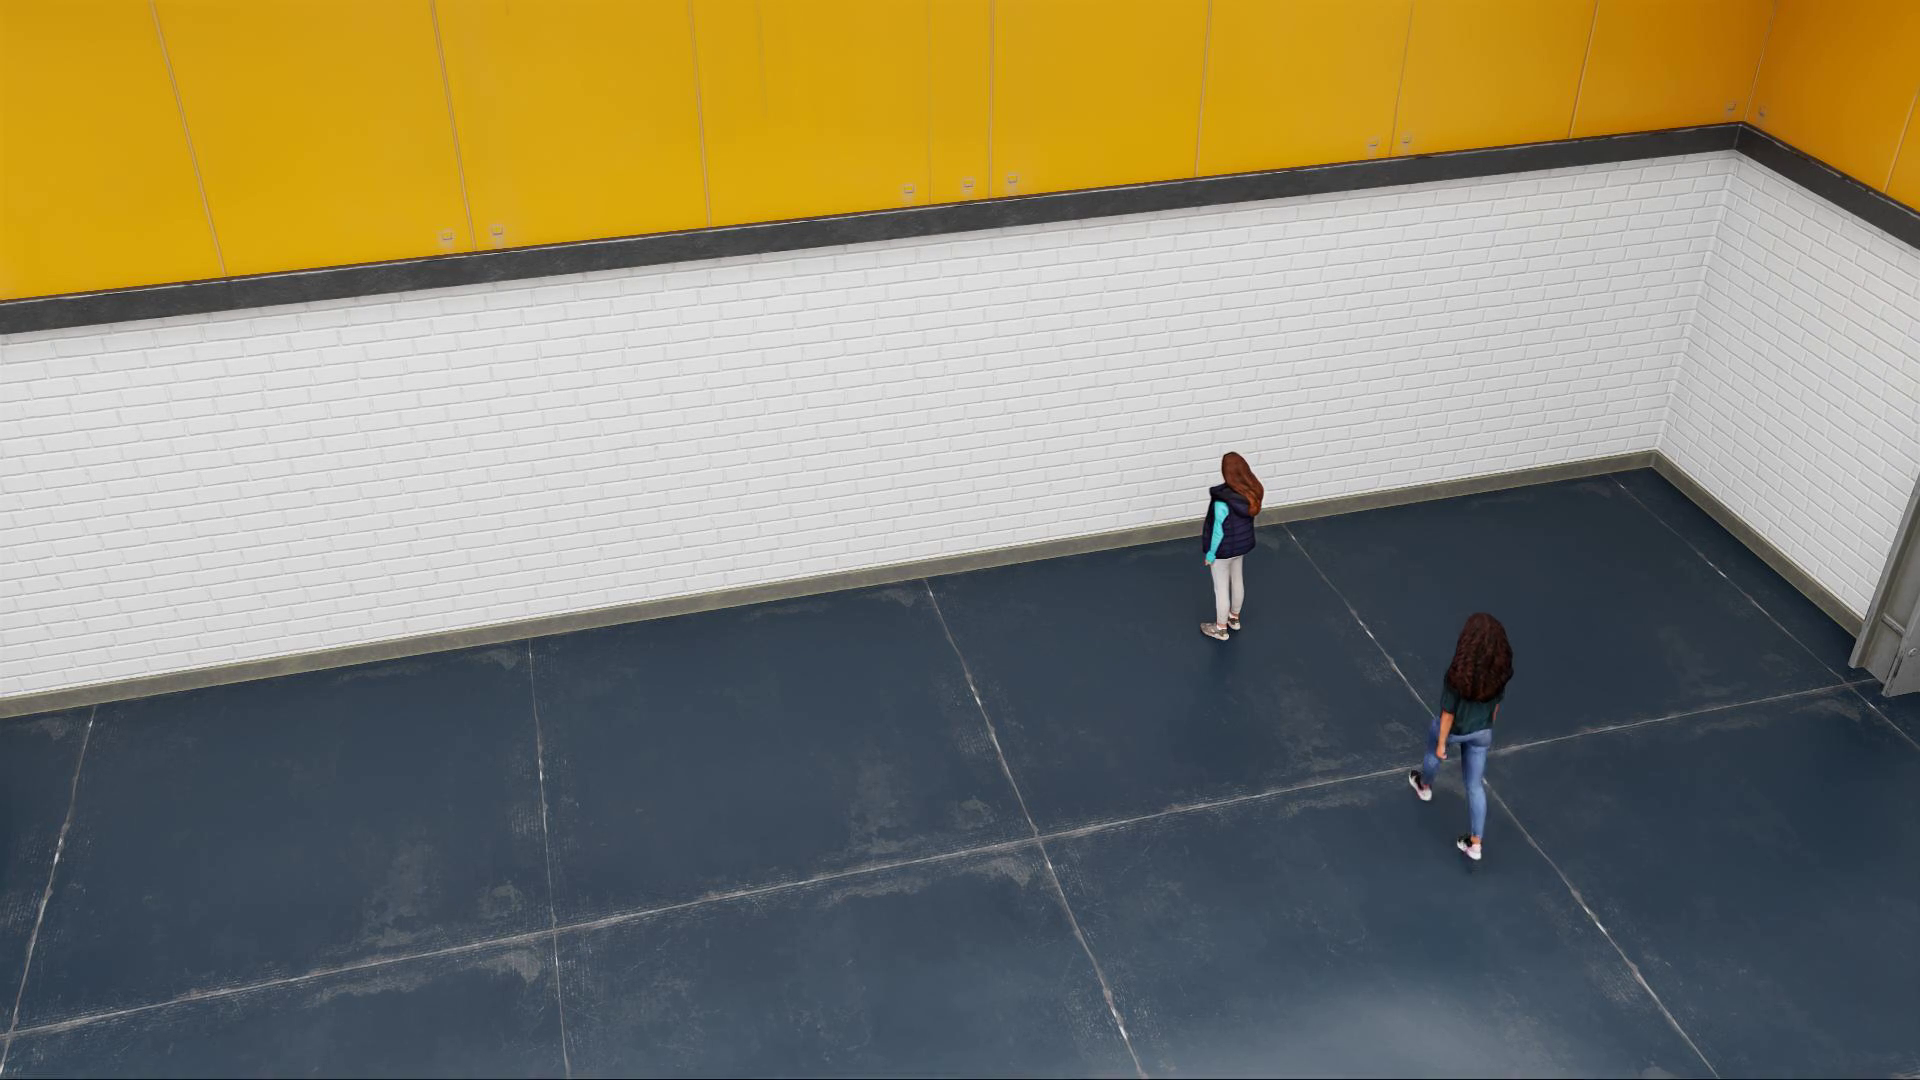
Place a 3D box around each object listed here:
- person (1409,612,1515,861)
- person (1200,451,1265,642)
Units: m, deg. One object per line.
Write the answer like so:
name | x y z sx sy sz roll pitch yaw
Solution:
person | 3.100 1.210 10.072 0.670 1.573 1.127 -5 34 -8
person | 1.930 0.035 11.904 0.718 1.500 0.681 28 43 36
